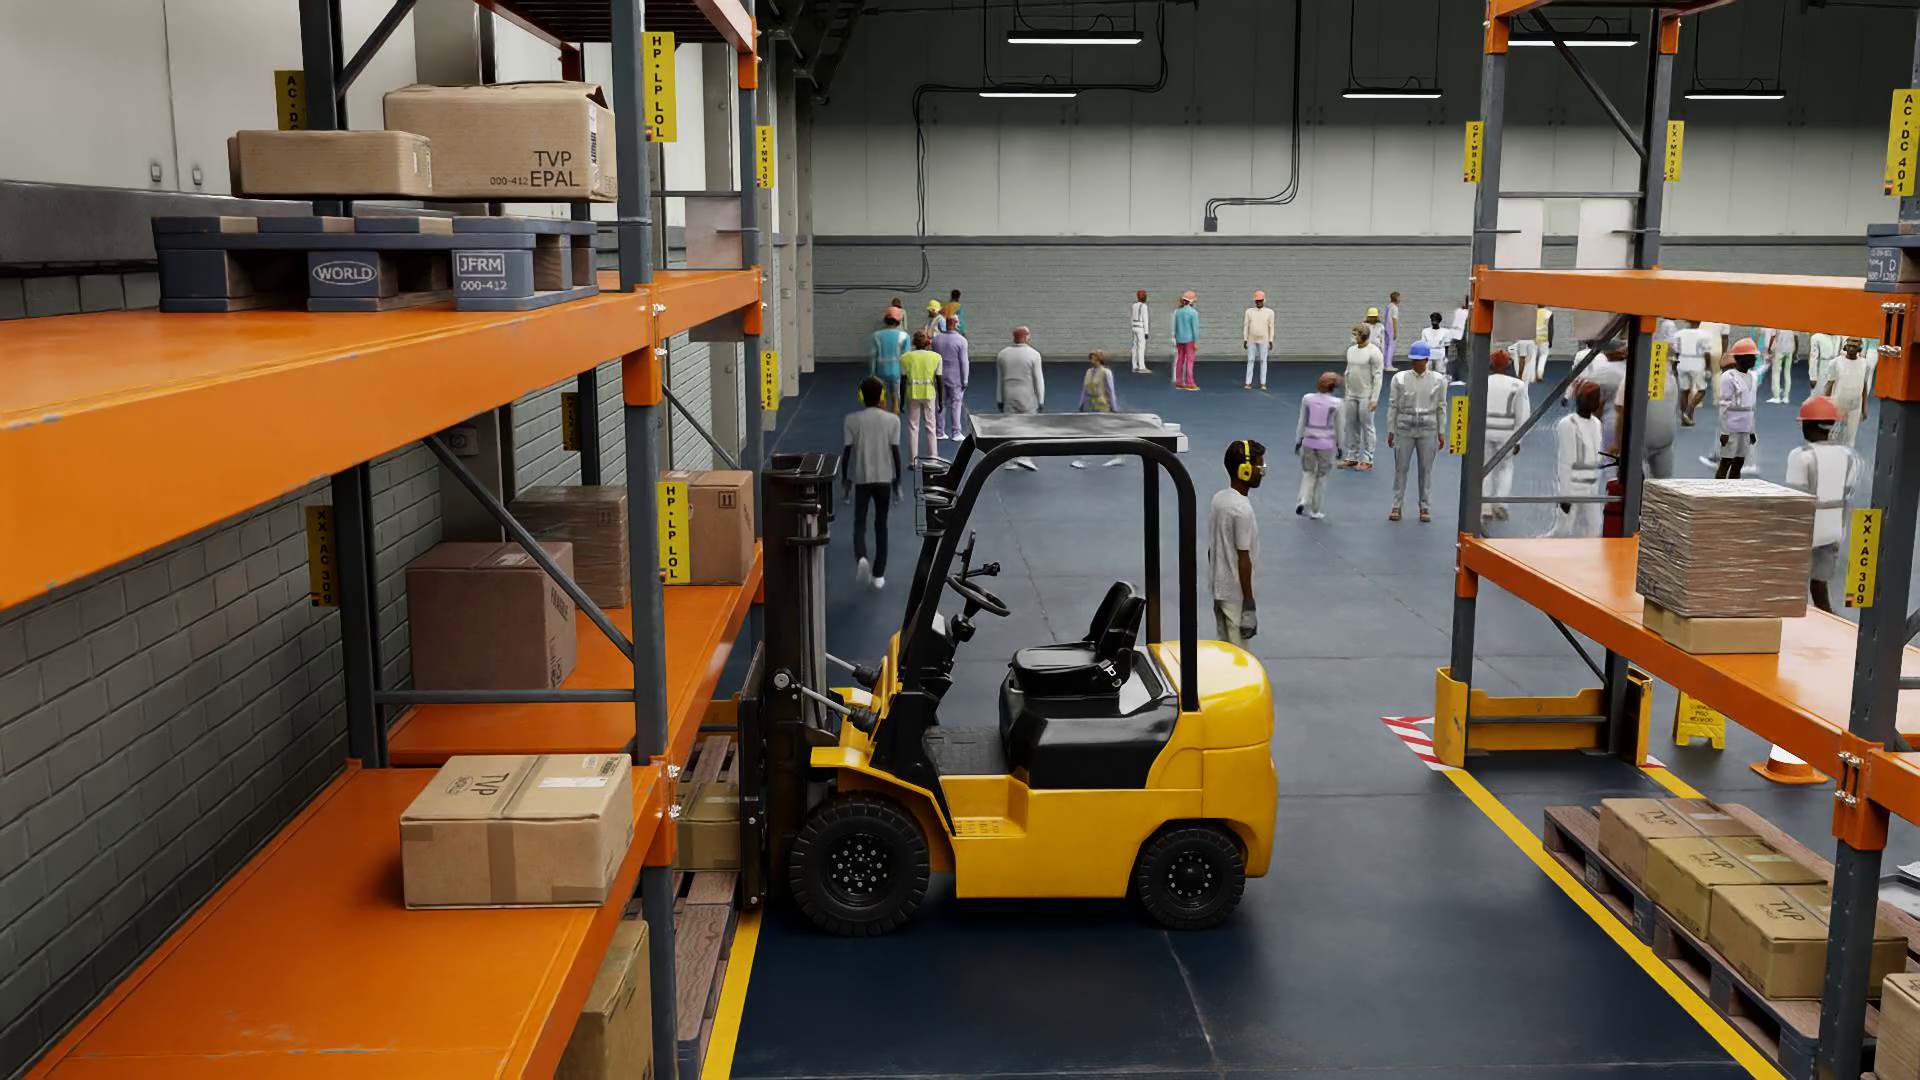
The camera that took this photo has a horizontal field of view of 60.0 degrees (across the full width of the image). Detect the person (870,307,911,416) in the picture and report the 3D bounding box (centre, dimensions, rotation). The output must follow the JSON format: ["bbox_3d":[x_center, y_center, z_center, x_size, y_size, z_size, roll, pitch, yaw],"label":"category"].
[{"bbox_3d":[-1.029,-2.485,24.981,0.630,2.013,0.488,2,10,10],"label":"person"}]

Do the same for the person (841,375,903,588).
[{"bbox_3d":[-0.752,-0.485,14.285,0.540,1.851,0.479,-1,10,-5],"label":"person"}]

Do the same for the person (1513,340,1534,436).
[{"bbox_3d":[8.706,-2.534,25.765,0.349,1.837,0.502,4,11,22],"label":"person"}]

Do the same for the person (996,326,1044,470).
[{"bbox_3d":[0.784,-1.843,21.752,0.670,1.897,0.451,5,11,27],"label":"person"}]

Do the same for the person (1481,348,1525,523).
[{"bbox_3d":[5.724,-1.112,17.764,0.569,1.863,0.556,4,11,23],"label":"person"}]

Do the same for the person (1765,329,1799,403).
[{"bbox_3d":[15.309,-3.469,30.950,0.552,1.847,0.413,1,10,8],"label":"person"}]

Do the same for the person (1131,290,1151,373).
[{"bbox_3d":[4.130,-4.767,38.057,0.357,1.883,0.573,-5,11,-25],"label":"person"}]

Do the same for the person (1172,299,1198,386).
[{"bbox_3d":[4.689,-4.086,34.321,0.670,1.861,0.577,1,10,7],"label":"person"}]

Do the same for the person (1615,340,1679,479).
[{"bbox_3d":[7.035,-1.061,16.970,0.757,2.000,0.663,-3,11,-18],"label":"person"}]

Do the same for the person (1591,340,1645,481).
[{"bbox_3d":[7.237,-1.286,18.224,0.729,2.000,0.539,0,10,-1],"label":"person"}]

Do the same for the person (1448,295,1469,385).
[{"bbox_3d":[10.462,-4.156,34.619,0.452,1.890,0.640,-2,10,-14],"label":"person"}]

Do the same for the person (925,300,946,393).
[{"bbox_3d":[-0.508,-3.845,33.056,0.404,1.831,0.600,-6,12,-29],"label":"person"}]

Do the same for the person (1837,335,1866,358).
[{"bbox_3d":[16.275,-3.272,30.413,0.310,1.636,0.523,-7,13,-36],"label":"person"}]

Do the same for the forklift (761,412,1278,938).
[{"bbox_3d":[0.291,0.548,7.580,2.313,2.155,1.214,0,10,-2],"label":"forklift"}]

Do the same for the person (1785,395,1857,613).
[{"bbox_3d":[5.935,-0.044,11.629,0.591,1.919,0.497,-3,11,-16],"label":"person"}]

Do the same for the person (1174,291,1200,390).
[{"bbox_3d":[4.588,-4.021,33.585,0.393,1.995,0.612,-8,13,-37],"label":"person"}]

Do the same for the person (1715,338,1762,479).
[{"bbox_3d":[8.499,-1.225,18.159,0.545,1.942,0.351,-6,12,-30],"label":"person"}]

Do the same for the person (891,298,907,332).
[{"bbox_3d":[-1.532,-5.016,40.138,0.508,1.632,0.265,-4,11,-20],"label":"person"}]

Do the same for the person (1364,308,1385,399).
[{"bbox_3d":[7.815,-3.536,31.590,0.492,1.742,0.323,0,10,2],"label":"person"}]

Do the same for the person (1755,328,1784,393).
[{"bbox_3d":[16.010,-3.800,32.852,0.782,1.820,0.526,-4,11,-22],"label":"person"}]

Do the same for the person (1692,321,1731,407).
[{"bbox_3d":[13.630,-3.441,30.228,0.682,2.000,0.986,8,13,39],"label":"person"}]

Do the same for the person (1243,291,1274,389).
[{"bbox_3d":[6.056,-4.056,33.780,0.608,1.996,0.381,3,11,14],"label":"person"}]

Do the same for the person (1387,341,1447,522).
[{"bbox_3d":[4.882,-1.161,17.793,0.612,1.943,0.404,3,11,15],"label":"person"}]

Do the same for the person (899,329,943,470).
[{"bbox_3d":[-0.507,-1.827,21.780,0.568,1.843,0.374,0,10,-2],"label":"person"}]

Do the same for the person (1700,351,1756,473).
[{"bbox_3d":[10.072,-1.668,21.668,0.502,1.557,0.892,-4,11,-23],"label":"person"}]

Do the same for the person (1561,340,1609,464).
[{"bbox_3d":[8.516,-1.950,22.512,0.594,1.839,0.981,-4,11,-22],"label":"person"}]

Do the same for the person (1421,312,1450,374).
[{"bbox_3d":[8.778,-3.363,30.768,0.537,1.689,0.324,5,11,28],"label":"person"}]

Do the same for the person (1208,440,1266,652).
[{"bbox_3d":[1.596,0.349,9.604,0.311,1.865,0.532,-2,10,-11],"label":"person"}]

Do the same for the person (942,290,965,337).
[{"bbox_3d":[-0.232,-4.959,39.198,0.616,1.868,0.872,9,13,40],"label":"person"}]

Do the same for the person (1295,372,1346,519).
[{"bbox_3d":[3.861,-1.004,17.856,0.547,1.610,0.403,7,12,34],"label":"person"}]

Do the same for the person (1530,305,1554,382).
[{"bbox_3d":[12.304,-4.268,35.432,0.659,1.825,0.535,5,11,24],"label":"person"}]

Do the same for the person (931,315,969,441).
[{"bbox_3d":[-0.125,-2.435,25.035,0.644,1.900,0.399,7,12,33],"label":"person"}]

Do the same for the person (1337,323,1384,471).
[{"bbox_3d":[5.253,-1.867,21.753,0.378,1.937,0.629,-5,11,-26],"label":"person"}]

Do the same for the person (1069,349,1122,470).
[{"bbox_3d":[1.815,-1.718,21.906,0.908,1.578,0.525,-5,11,-27],"label":"person"}]

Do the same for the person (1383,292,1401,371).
[{"bbox_3d":[10.004,-4.823,38.521,0.352,1.839,0.501,-1,10,-8],"label":"person"}]

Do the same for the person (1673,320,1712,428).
[{"bbox_3d":[11.716,-2.752,26.619,0.428,1.955,0.630,-8,13,-39],"label":"person"}]

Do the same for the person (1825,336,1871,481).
[{"bbox_3d":[11.107,-1.655,20.837,0.506,1.843,0.350,1,10,8],"label":"person"}]

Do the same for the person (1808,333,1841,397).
[{"bbox_3d":[13.119,-2.491,25.279,0.597,1.917,0.378,-6,12,-29],"label":"person"}]
